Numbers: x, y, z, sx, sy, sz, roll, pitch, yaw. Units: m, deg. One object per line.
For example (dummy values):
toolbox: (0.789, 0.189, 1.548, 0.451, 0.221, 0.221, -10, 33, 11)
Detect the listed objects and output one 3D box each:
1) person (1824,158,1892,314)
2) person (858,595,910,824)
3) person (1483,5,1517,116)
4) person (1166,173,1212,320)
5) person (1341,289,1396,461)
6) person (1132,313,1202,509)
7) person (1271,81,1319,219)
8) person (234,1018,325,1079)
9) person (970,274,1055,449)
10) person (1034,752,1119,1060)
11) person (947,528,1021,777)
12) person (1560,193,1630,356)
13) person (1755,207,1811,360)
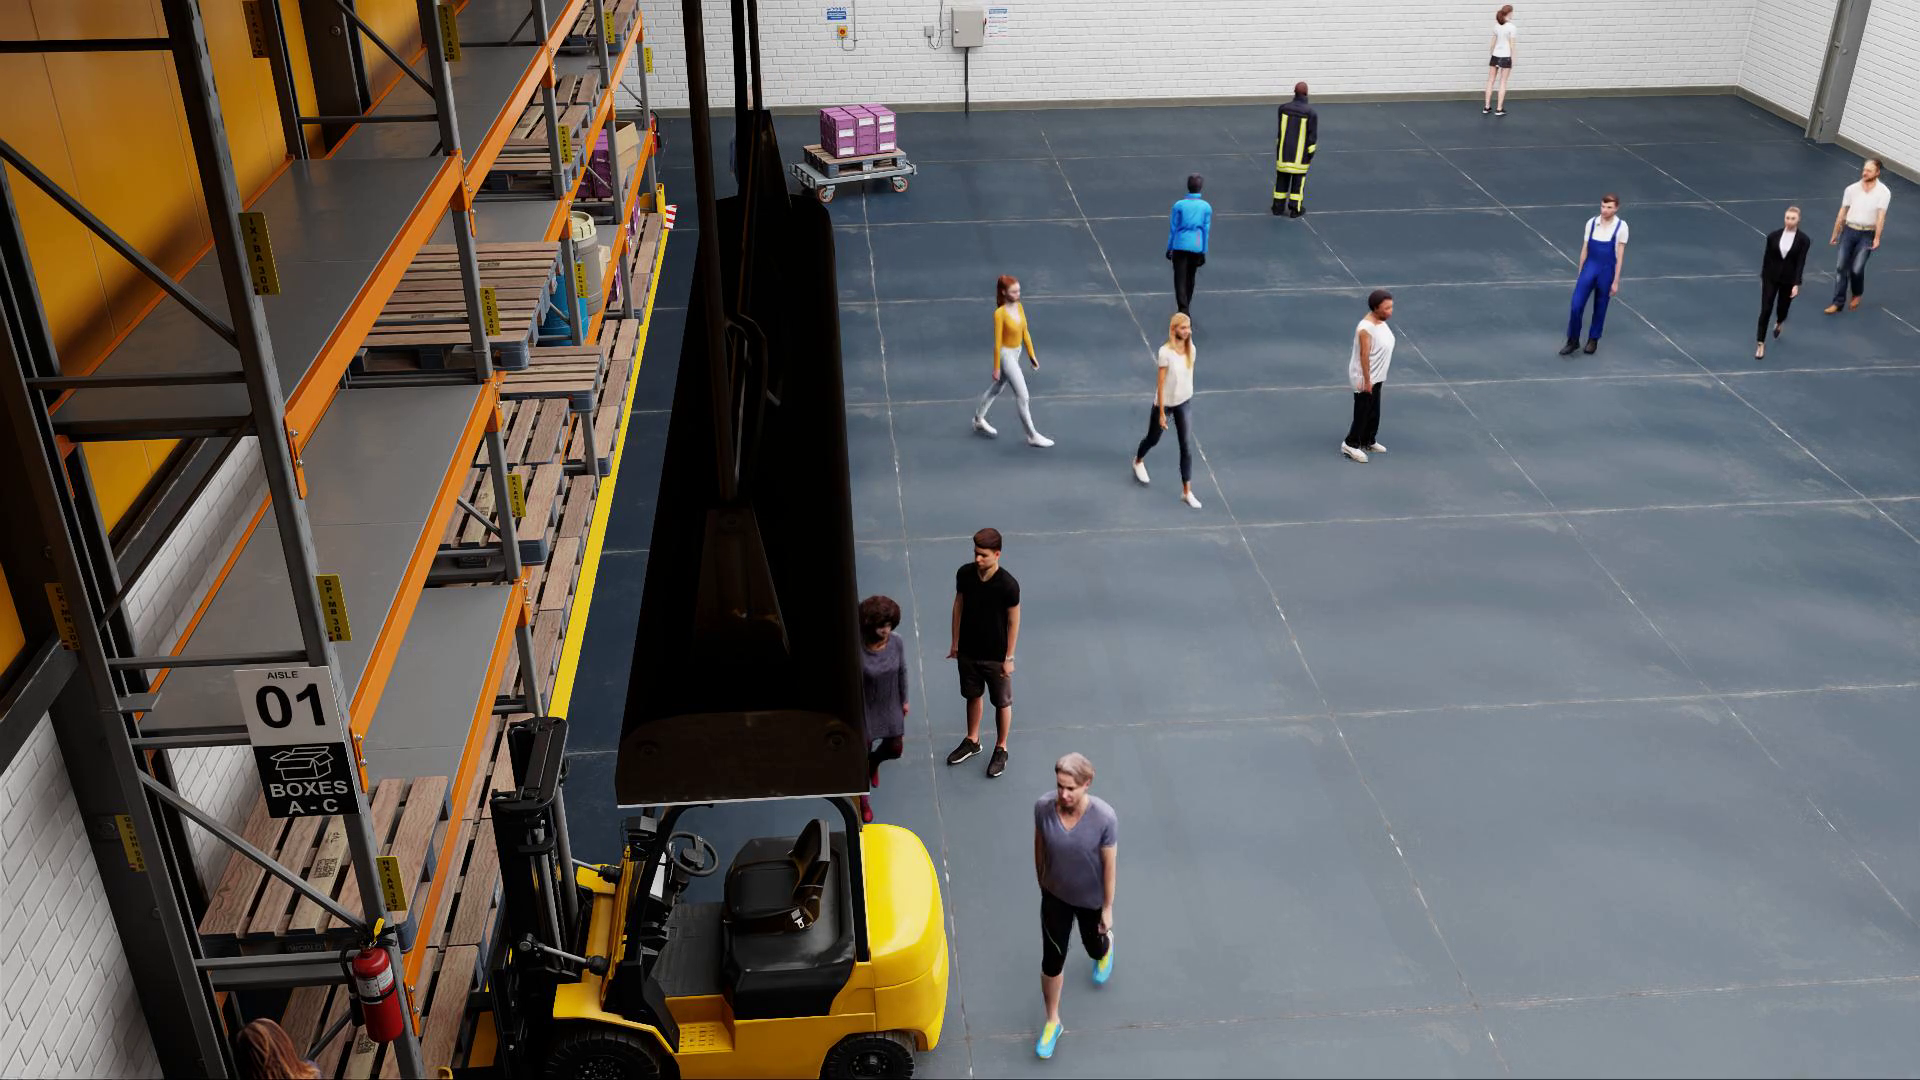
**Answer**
person: (10.505, -3.550, 19.353, 0.926, 1.845, 0.871, -19, 34, -31)
person: (-0.577, 1.080, 11.015, 0.779, 1.701, 0.822, -9, 30, -17)
person: (8.940, -7.938, 27.496, 0.636, 1.749, 0.698, 23, 36, 35)
person: (2.592, -3.256, 18.894, 0.646, 1.768, 1.132, -4, 29, -7)
person: (3.915, -1.605, 15.951, 0.852, 1.688, 0.768, 14, 32, 24)
person: (1.858, -1.221, 15.162, 0.895, 1.769, 1.254, -13, 31, -23)
person: (4.556, -5.325, 22.632, 0.857, 1.821, 0.895, 17, 33, 28)
person: (-3.067, 2.890, 7.665, 0.733, 1.733, 0.683, 25, 37, 37)
person: (0.401, -1.745, 16.192, 1.093, 1.703, 1.177, 15, 32, 26)
person: (0.679, 1.936, 9.286, 0.942, 1.854, 1.236, 8, 30, 15)
person: (0.188, 0.741, 11.469, 0.765, 1.862, 0.786, 15, 32, 26)
person: (7.053, -2.938, 18.246, 0.880, 1.830, 0.957, 17, 33, 28)
person: (8.978, -2.819, 18.179, 0.894, 1.685, 0.996, 17, 33, 28)
